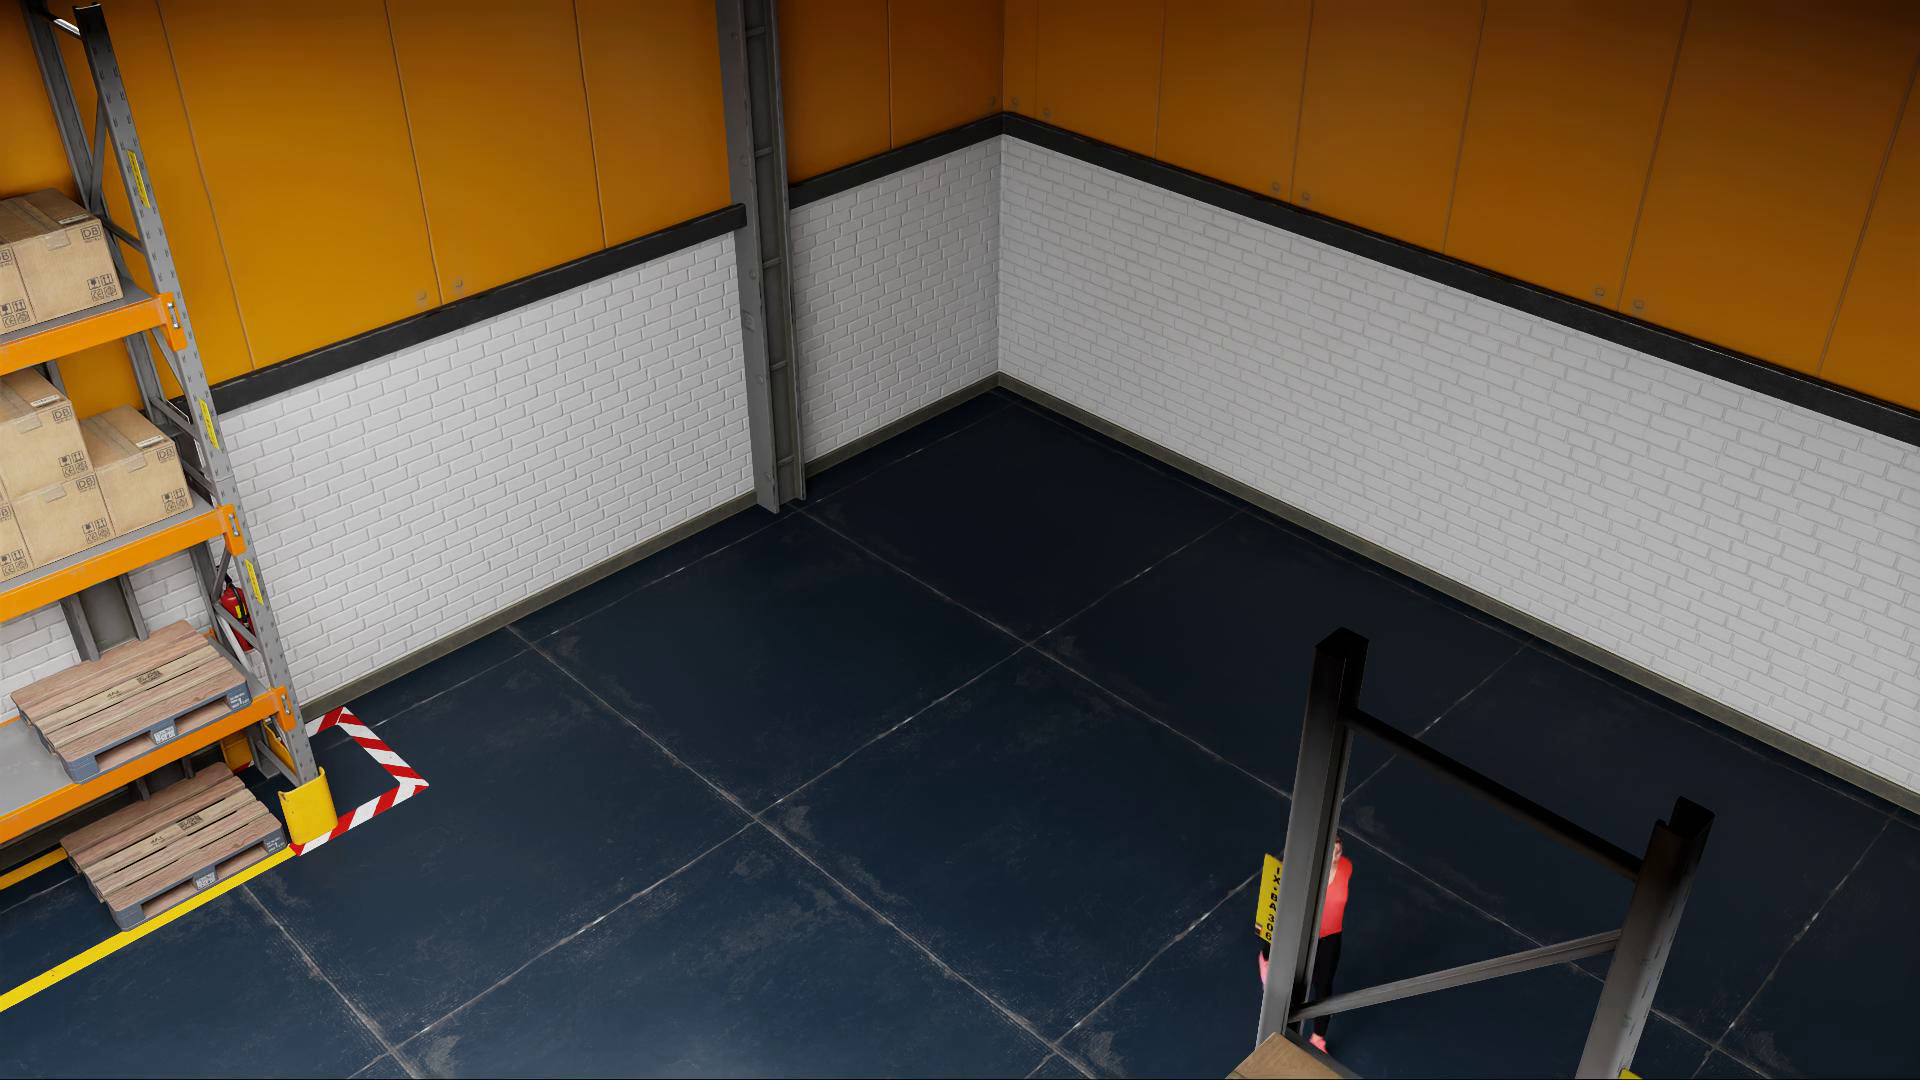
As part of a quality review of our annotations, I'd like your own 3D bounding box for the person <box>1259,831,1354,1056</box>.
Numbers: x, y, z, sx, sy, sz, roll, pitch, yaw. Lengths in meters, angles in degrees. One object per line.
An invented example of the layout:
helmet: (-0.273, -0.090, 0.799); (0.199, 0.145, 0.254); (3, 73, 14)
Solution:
person: (2.130, 2.389, 10.398); (1.165, 1.654, 1.120); (-5, 34, -7)
